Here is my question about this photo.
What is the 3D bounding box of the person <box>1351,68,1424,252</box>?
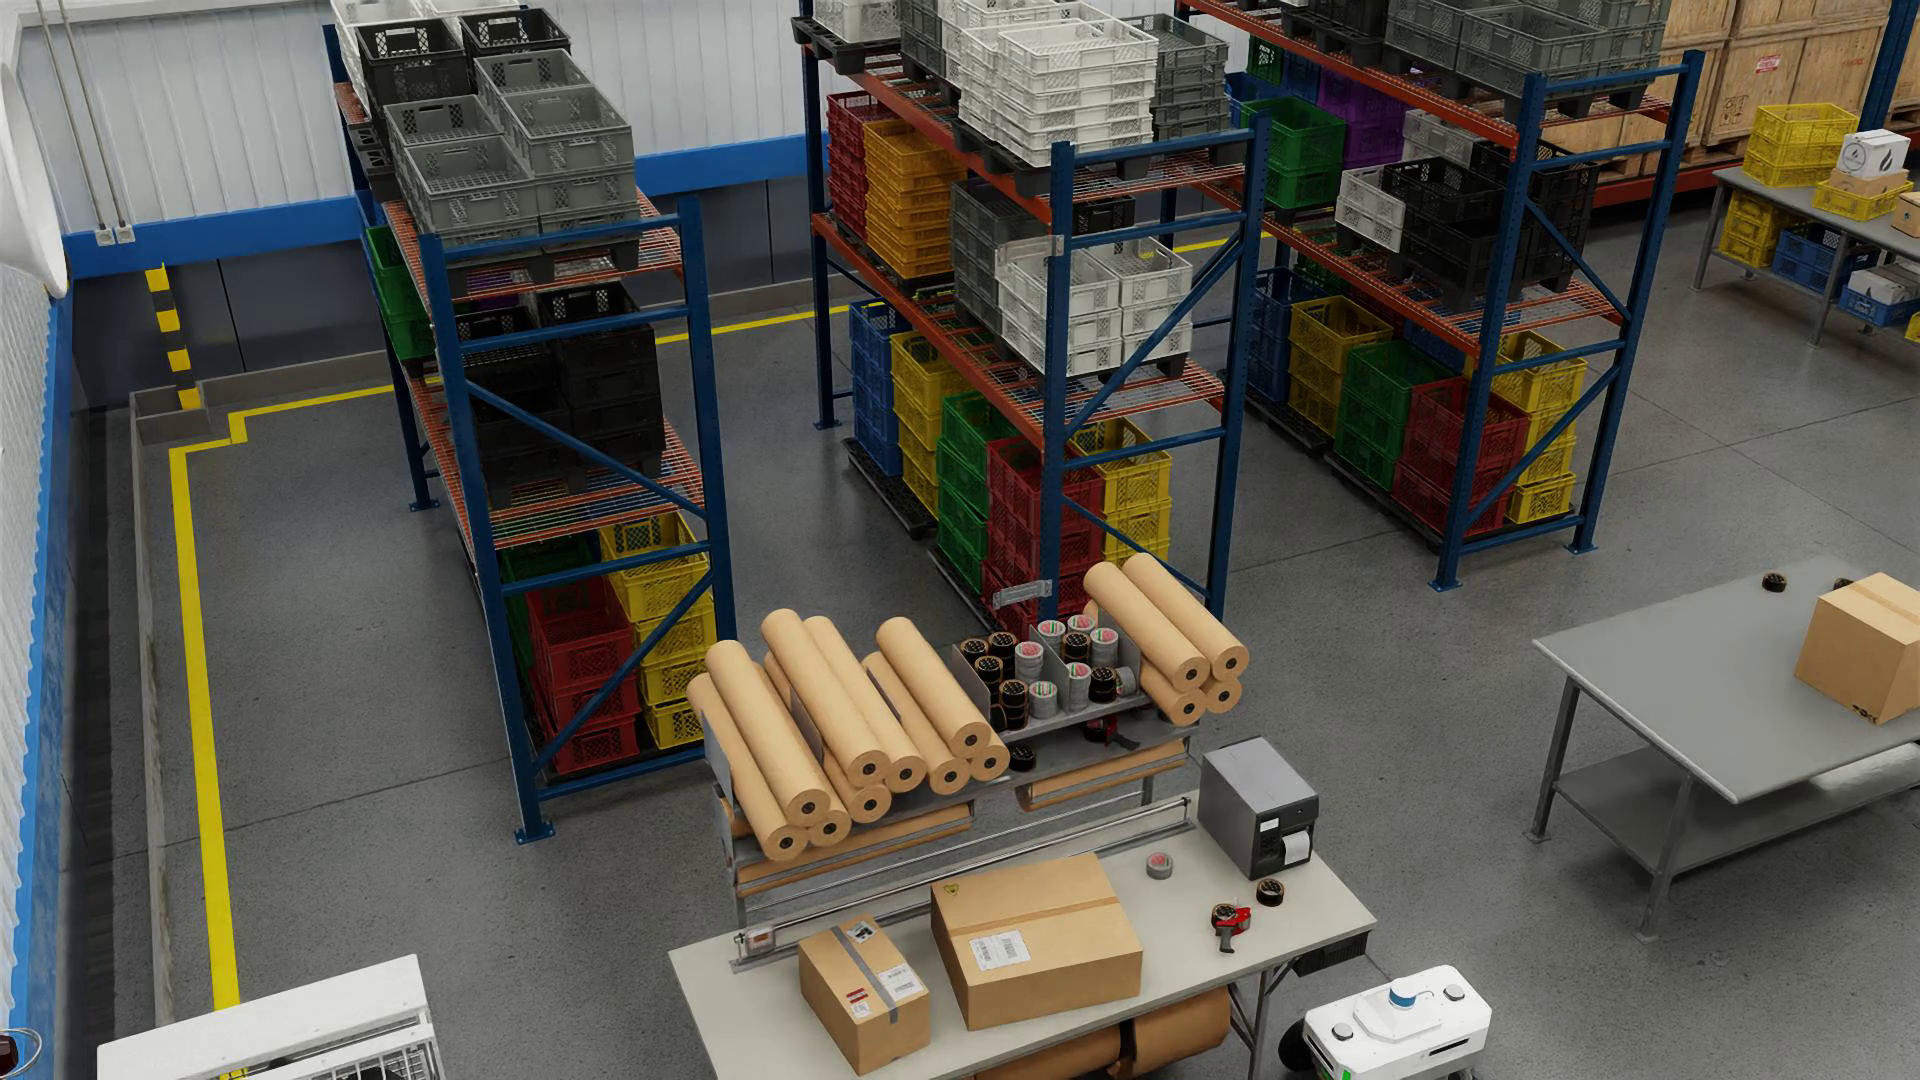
[{"bbox_3d":[3.465,-3.309,13.751,0.625,1.933,0.375,18,36,27],"label":"person"}]

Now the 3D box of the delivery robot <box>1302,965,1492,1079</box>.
[{"bbox_3d":[1.700,1.913,6.482,0.707,0.478,0.477,-12,34,-19],"label":"delivery robot"}]
